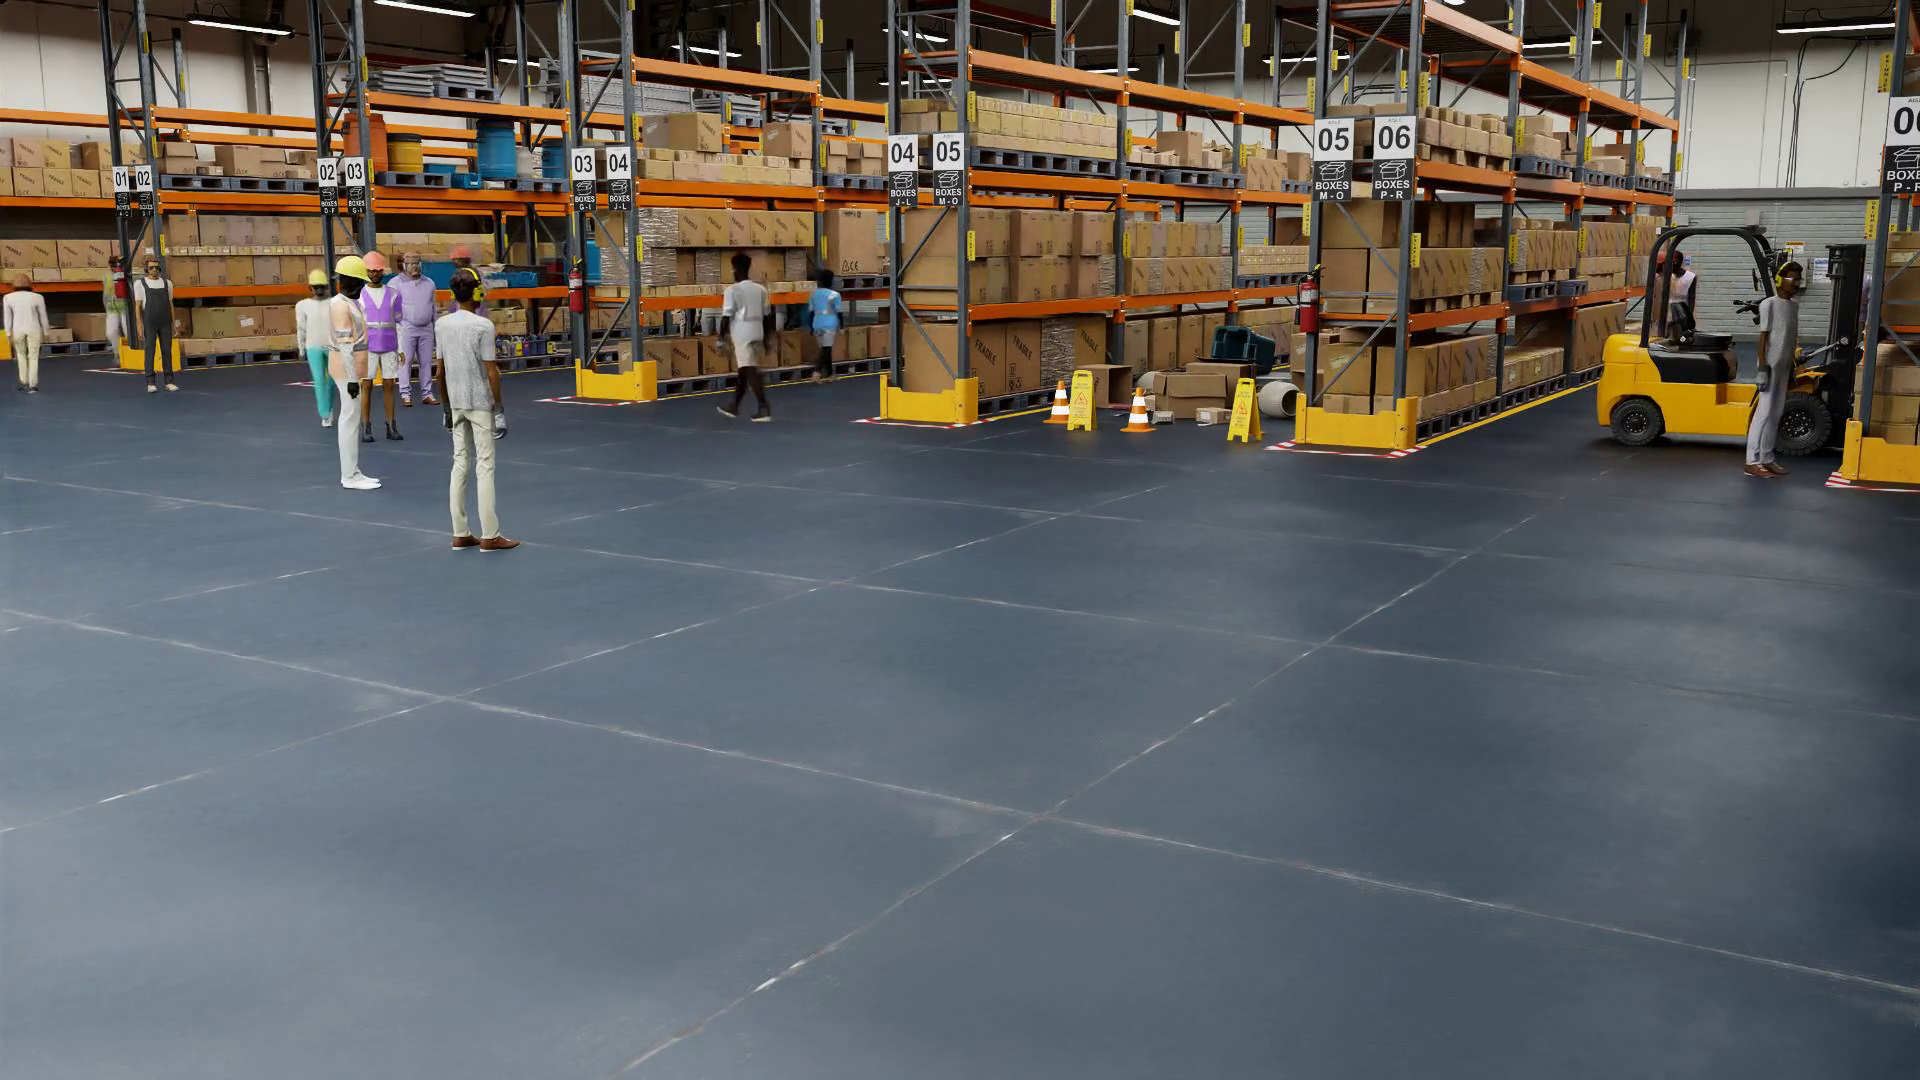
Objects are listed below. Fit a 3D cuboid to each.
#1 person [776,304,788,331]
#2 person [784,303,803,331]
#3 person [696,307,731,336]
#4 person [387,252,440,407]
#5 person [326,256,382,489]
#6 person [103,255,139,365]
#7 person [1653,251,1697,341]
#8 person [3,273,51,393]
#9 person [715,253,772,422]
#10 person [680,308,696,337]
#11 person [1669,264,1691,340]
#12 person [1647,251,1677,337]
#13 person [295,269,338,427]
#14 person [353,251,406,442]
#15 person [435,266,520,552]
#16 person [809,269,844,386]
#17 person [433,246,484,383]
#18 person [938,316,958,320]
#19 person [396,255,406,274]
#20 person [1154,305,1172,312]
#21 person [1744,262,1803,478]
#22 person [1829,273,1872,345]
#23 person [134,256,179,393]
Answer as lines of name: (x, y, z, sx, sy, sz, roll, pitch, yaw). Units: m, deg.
person: (-3.099, -3.802, 28.123, 0.500, 1.633, 0.286, 10, 14, 43)
person: (-3.061, -4.287, 29.831, 0.625, 1.992, 0.388, 5, 11, 28)
person: (-3.694, -3.418, 25.154, 0.625, 1.934, 0.364, 1, 10, 4)
person: (-6.784, -2.619, 20.736, 0.653, 1.906, 0.408, -10, 14, -43)
person: (-5.018, -1.377, 13.748, 0.377, 1.918, 0.585, -4, 11, -20)
person: (-13.781, -3.753, 27.330, 0.628, 1.829, 0.453, 0, 10, 2)
person: (10.815, -3.420, 25.210, 0.590, 1.911, 0.396, 8, 13, 36)
person: (-12.728, -2.830, 22.732, 0.520, 1.608, 0.670, -4, 11, -19)
person: (-2.469, -2.315, 19.041, 0.980, 1.920, 0.618, 7, 13, 36)
person: (-5.288, -4.561, 32.360, 0.522, 1.640, 0.306, 10, 14, 43)
person: (13.087, -4.303, 30.260, 0.647, 1.877, 0.667, -6, 12, -32)
person: (10.315, -3.289, 24.481, 0.488, 1.906, 0.564, 1, 10, 3)
person: (-7.106, -2.146, 18.535, 0.532, 1.739, 0.732, -6, 12, -29)
person: (-5.950, -1.972, 17.020, 0.546, 1.939, 0.375, -6, 12, -31)
person: (-3.199, -0.856, 10.948, 0.516, 1.876, 0.327, 5, 11, 24)
person: (-1.939, -3.037, 23.772, 0.539, 1.662, 0.852, 6, 12, 30)
person: (-7.199, -3.266, 24.153, 0.626, 1.981, 1.075, 10, 14, 43)
person: (-0.060, -3.013, 22.598, 0.606, 2.035, 0.403, 7, 12, 33)
person: (-9.596, -4.007, 28.757, 0.648, 1.810, 0.797, 9, 13, 41)
person: (3.718, -4.210, 30.148, 0.493, 1.732, 0.423, 8, 13, 39)
person: (7.106, -1.477, 14.459, 0.530, 1.864, 0.313, -7, 12, -34)
person: (12.768, -3.176, 23.841, 0.581, 1.919, 0.391, 5, 11, 27)
person: (-10.946, -2.936, 22.679, 0.521, 1.844, 0.331, -10, 14, -44)
